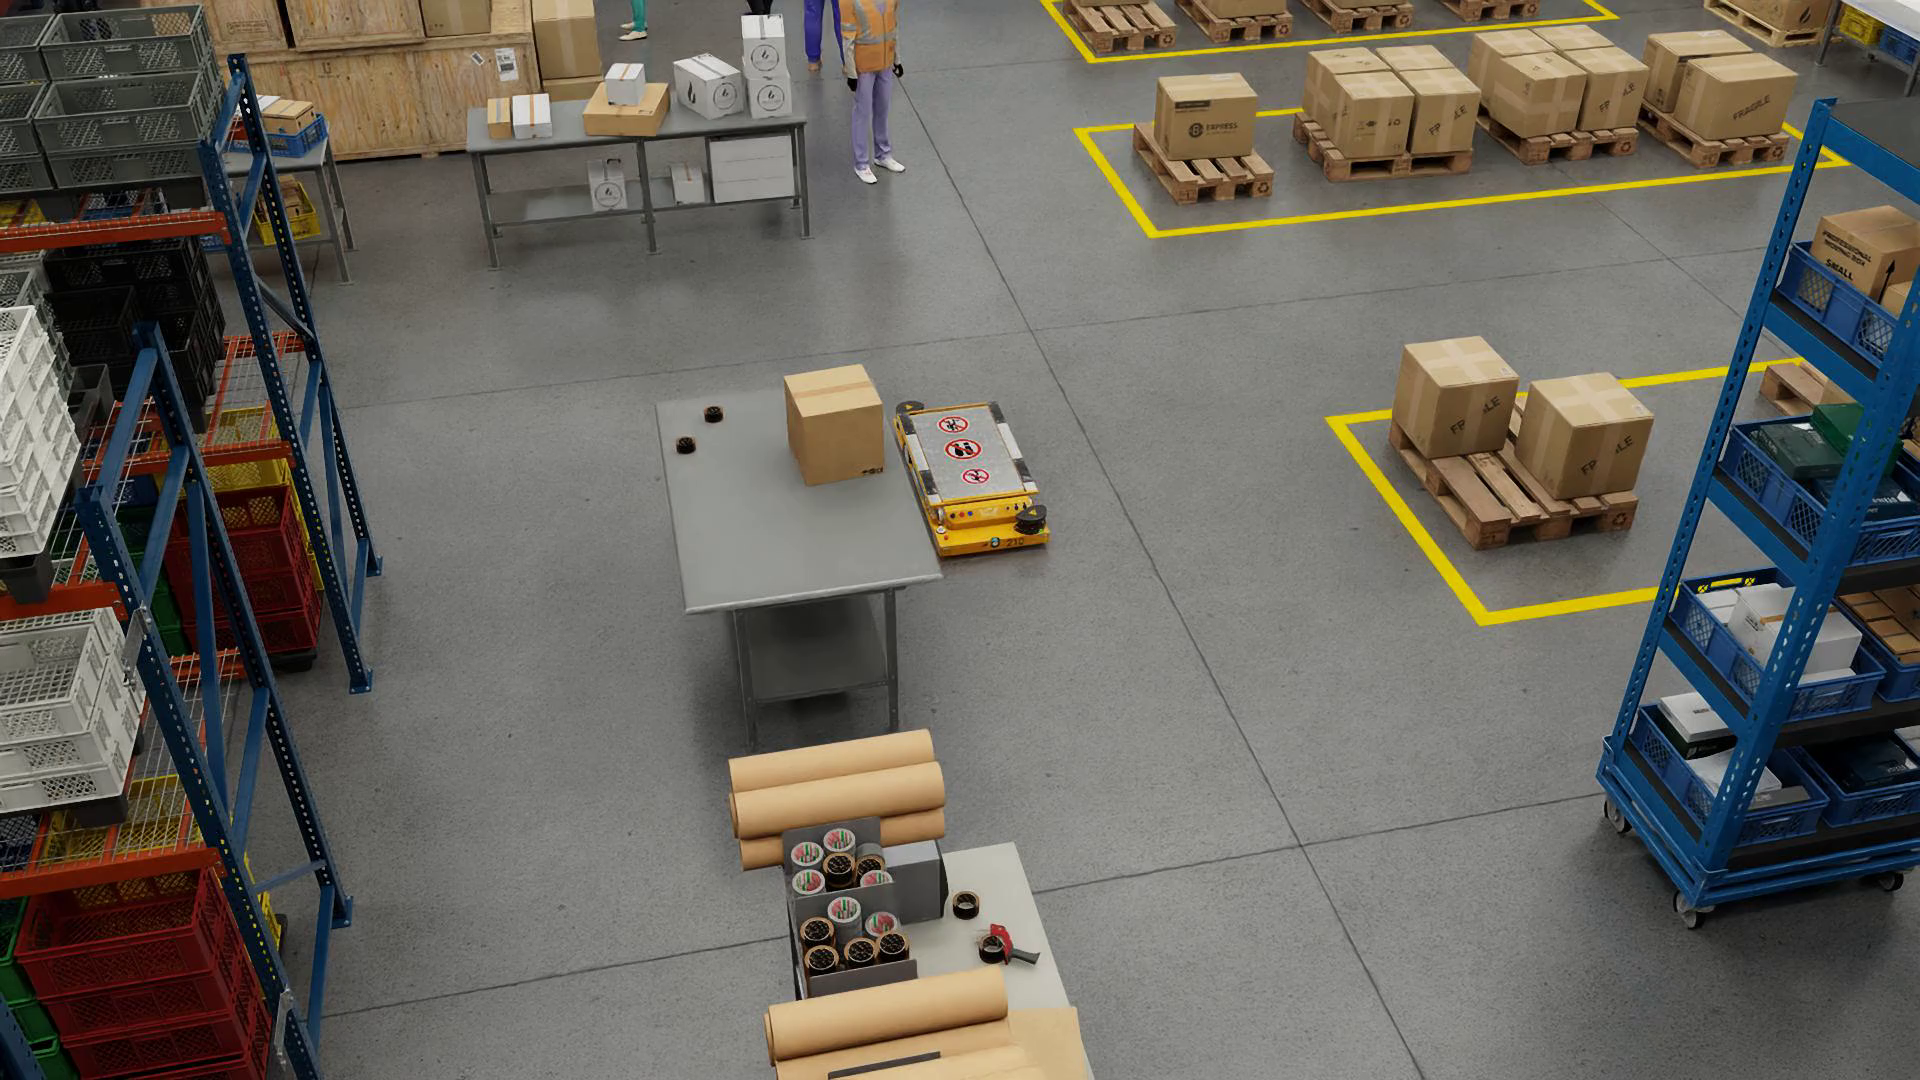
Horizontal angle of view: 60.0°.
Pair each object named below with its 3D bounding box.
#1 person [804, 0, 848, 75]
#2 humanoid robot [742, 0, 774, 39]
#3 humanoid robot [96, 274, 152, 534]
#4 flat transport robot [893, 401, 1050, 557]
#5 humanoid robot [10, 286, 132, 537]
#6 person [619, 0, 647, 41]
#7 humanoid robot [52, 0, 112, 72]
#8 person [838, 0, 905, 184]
[{"bbox_3d":[-1.213,-5.298,15.192,0.672,2.000,0.536,8,37,11],"label":"person"},{"bbox_3d":[-1.685,-4.232,14.059,0.333,1.651,0.574,-2,37,-2],"label":"humanoid robot"},{"bbox_3d":[-4.618,-0.727,9.359,0.623,1.651,0.342,-14,39,-18],"label":"humanoid robot"},{"bbox_3d":[0.046,-0.430,10.108,0.652,0.197,1.431,-8,37,-10],"label":"flat transport robot"},{"bbox_3d":[-5.065,-0.715,9.334,0.378,1.651,0.587,-27,44,-31],"label":"humanoid robot"},{"bbox_3d":[-3.239,-5.705,15.964,0.321,1.769,0.523,-2,37,-2],"label":"person"},{"bbox_3d":[-7.254,-4.061,13.830,0.336,1.650,0.568,4,37,5],"label":"humanoid robot"},{"bbox_3d":[-0.690,-3.838,13.321,0.355,1.930,0.586,30,46,34],"label":"person"}]
